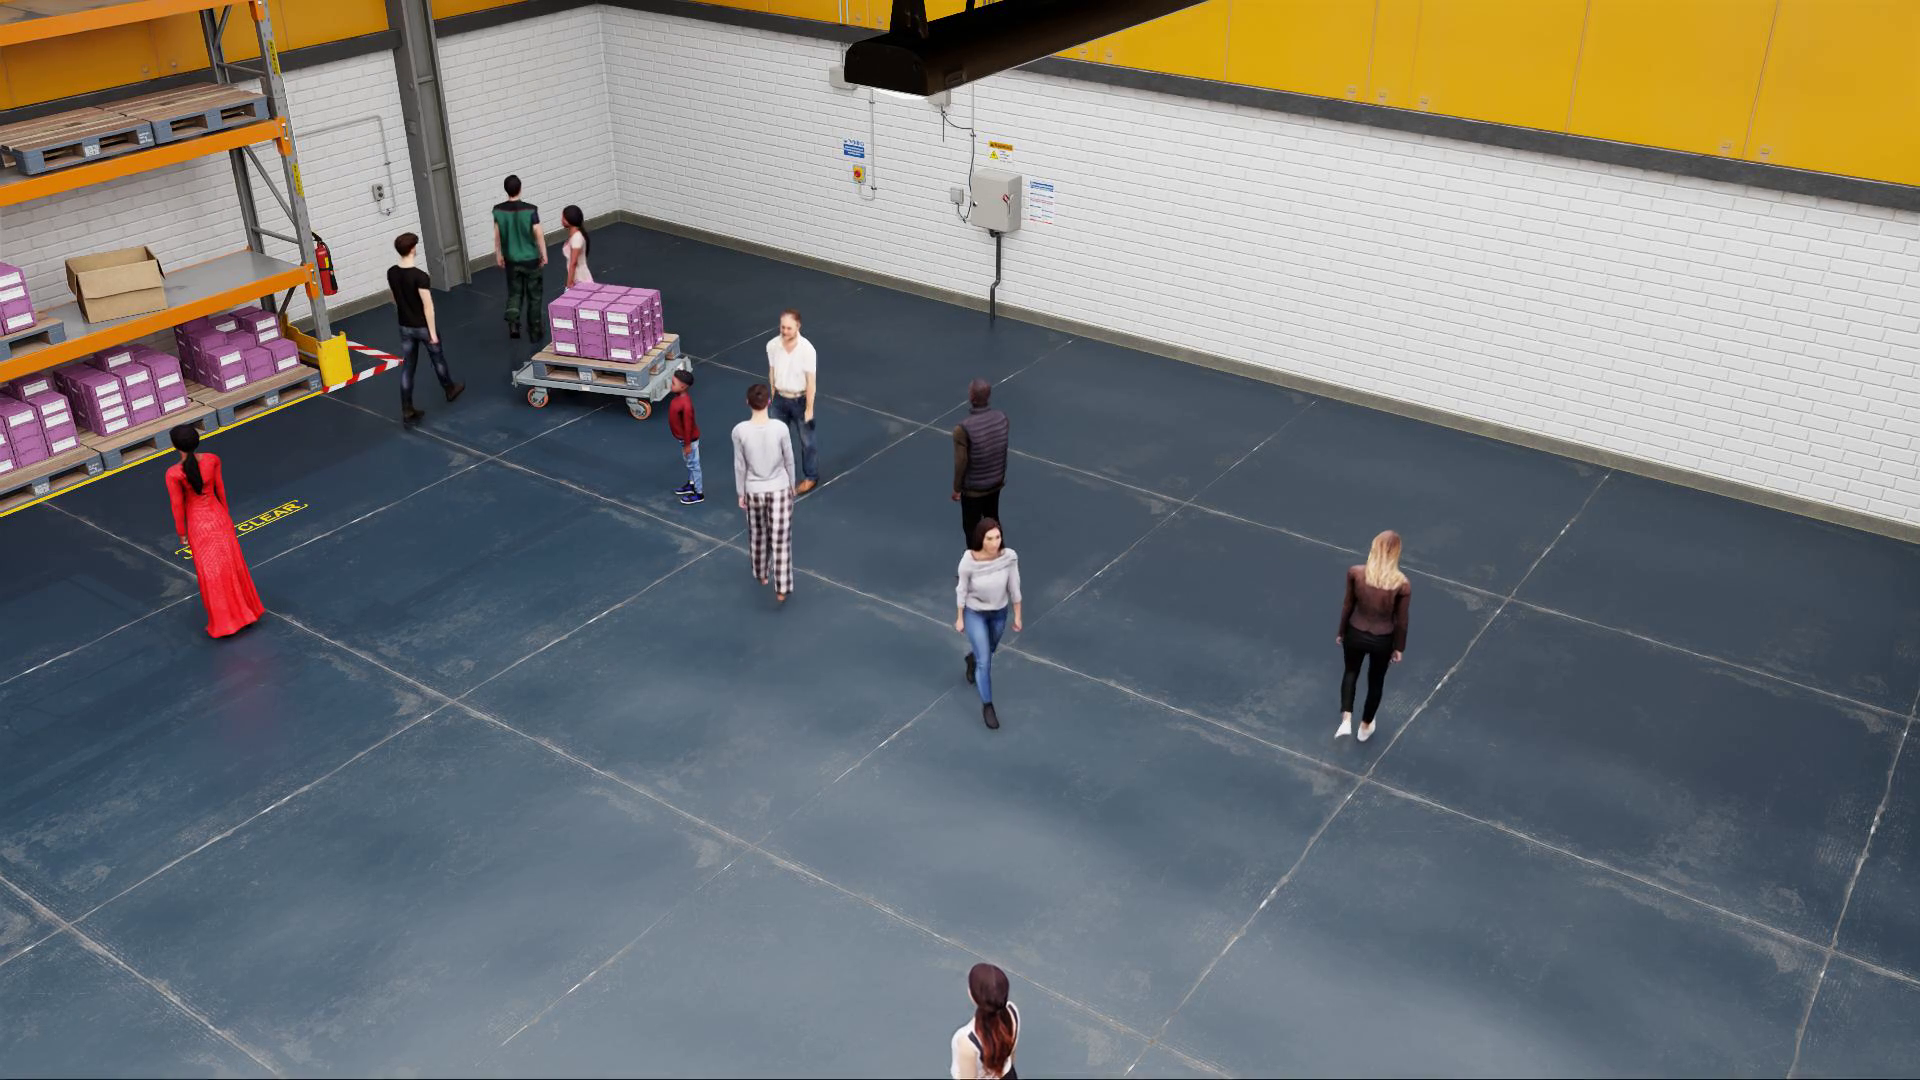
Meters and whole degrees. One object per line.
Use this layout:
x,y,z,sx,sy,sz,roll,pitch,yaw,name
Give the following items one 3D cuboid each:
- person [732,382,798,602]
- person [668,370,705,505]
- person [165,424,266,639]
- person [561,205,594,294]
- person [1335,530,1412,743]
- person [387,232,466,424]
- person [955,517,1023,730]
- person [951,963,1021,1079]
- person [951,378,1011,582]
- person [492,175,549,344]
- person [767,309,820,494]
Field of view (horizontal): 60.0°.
-1.542,-0.380,13.381,0.867,1.843,0.955,0,29,-1,person
-2.459,-0.954,15.048,0.622,1.255,0.578,-9,30,-17,person
-5.814,-0.069,12.874,0.693,1.784,0.571,16,33,27,person
-3.965,-2.741,17.832,0.882,1.726,0.820,-6,29,-11,person
2.819,0.727,11.510,0.714,1.692,0.849,12,31,21,person
-5.430,-2.058,16.447,0.951,1.853,1.286,9,30,16,person
0.156,0.514,11.996,1.051,1.601,1.029,-10,30,-18,person
0.134,2.691,7.954,0.617,1.649,0.456,21,35,33,person
0.168,-0.462,13.540,0.625,1.835,0.824,-20,34,-32,person
-4.808,-3.032,18.196,0.884,1.889,0.958,2,29,3,person
-1.429,-1.265,15.026,0.746,1.823,1.032,15,32,25,person
